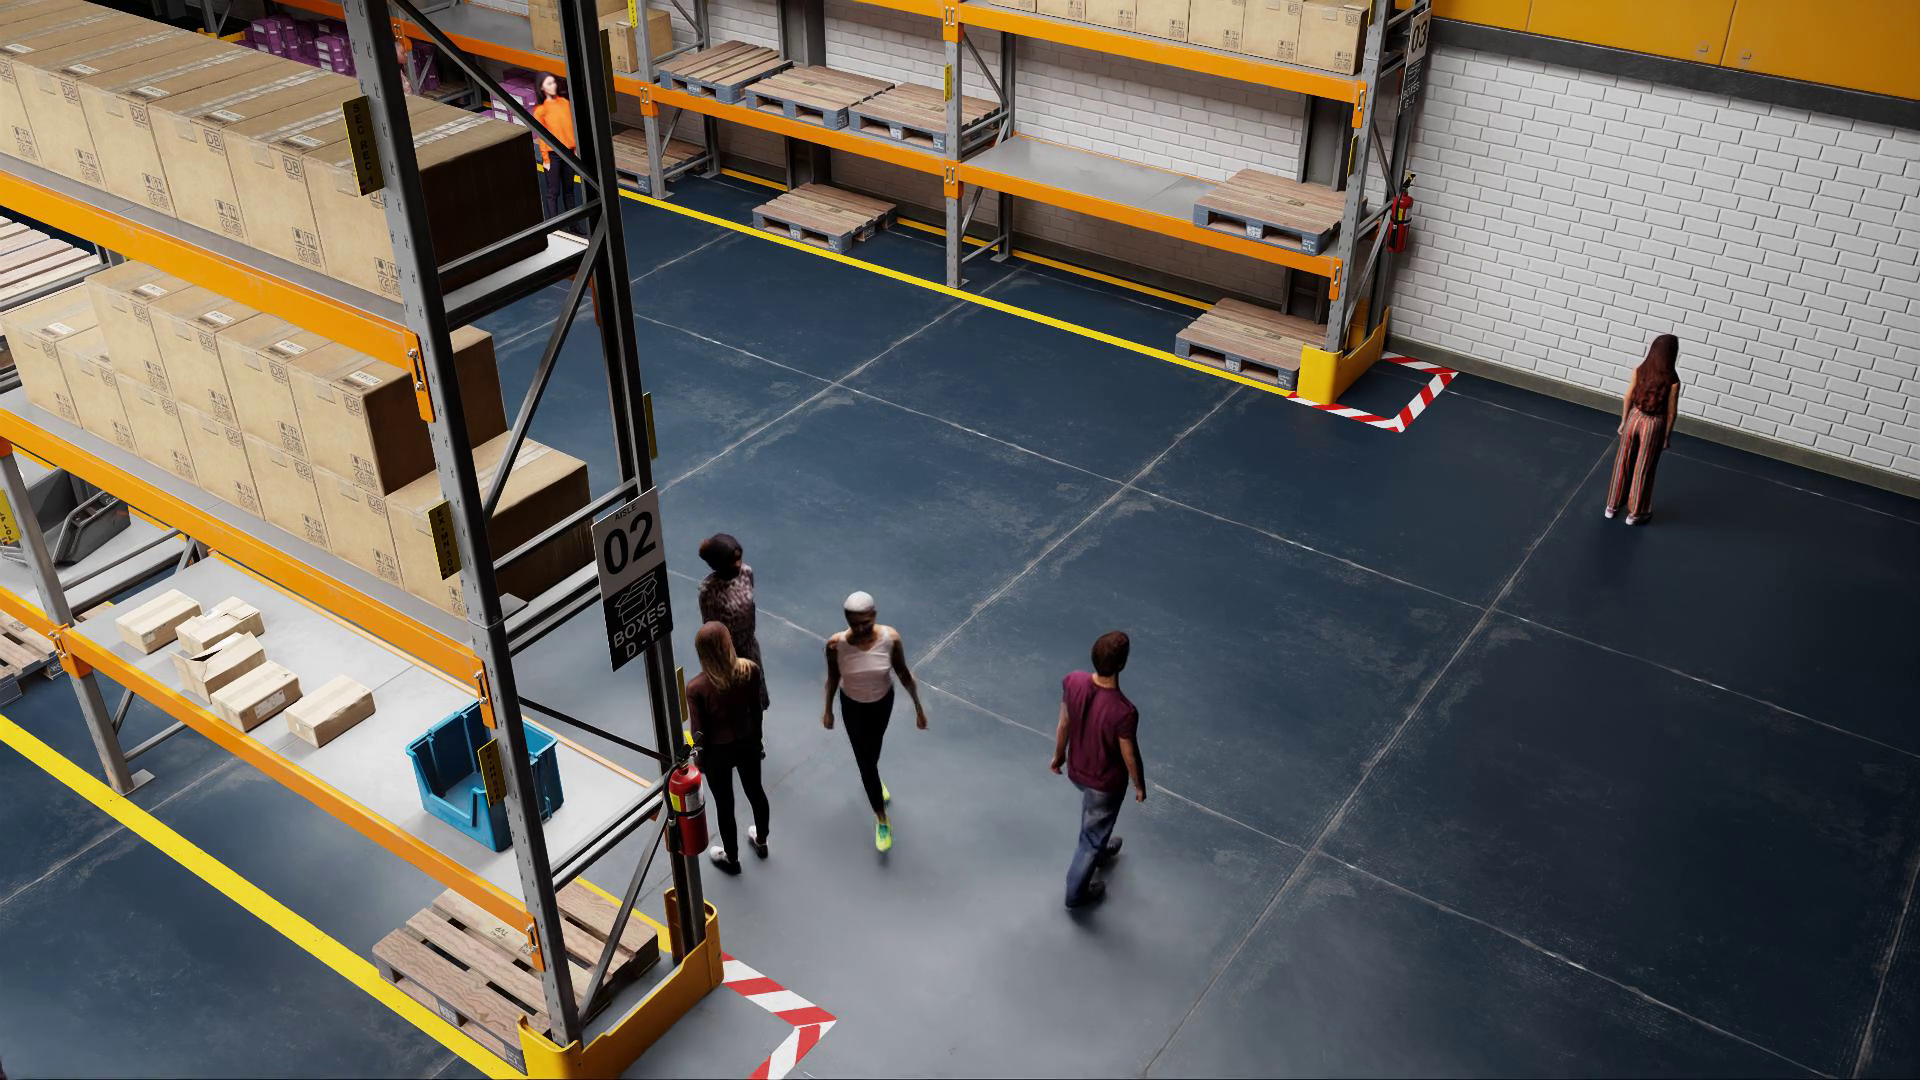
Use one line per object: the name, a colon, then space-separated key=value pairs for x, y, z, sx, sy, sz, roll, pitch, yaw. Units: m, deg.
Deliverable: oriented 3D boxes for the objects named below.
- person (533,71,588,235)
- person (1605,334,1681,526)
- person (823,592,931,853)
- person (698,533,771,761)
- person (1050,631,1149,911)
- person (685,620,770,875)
person: x=-4.138 y=-3.946 z=17.083 sx=0.542 sy=1.746 sz=0.604 roll=21 pitch=39 yaw=29
person: x=5.184 y=-0.846 z=12.587 sx=0.666 sy=1.561 sz=0.521 roll=-28 pitch=43 yaw=-35
person: x=-0.573 y=0.934 z=9.808 sx=1.078 sy=1.672 sz=1.159 roll=-11 pitch=35 yaw=-16
person: x=-1.467 y=0.647 z=10.218 sx=0.656 sy=1.697 sz=0.738 roll=-22 pitch=39 yaw=-29
person: x=0.691 y=1.306 z=9.104 sx=0.865 sy=1.833 sz=0.857 roll=-26 pitch=41 yaw=-33
person: x=-1.298 y=1.180 z=9.412 sx=0.660 sy=1.702 sz=0.621 roll=-21 pitch=39 yaw=-29
